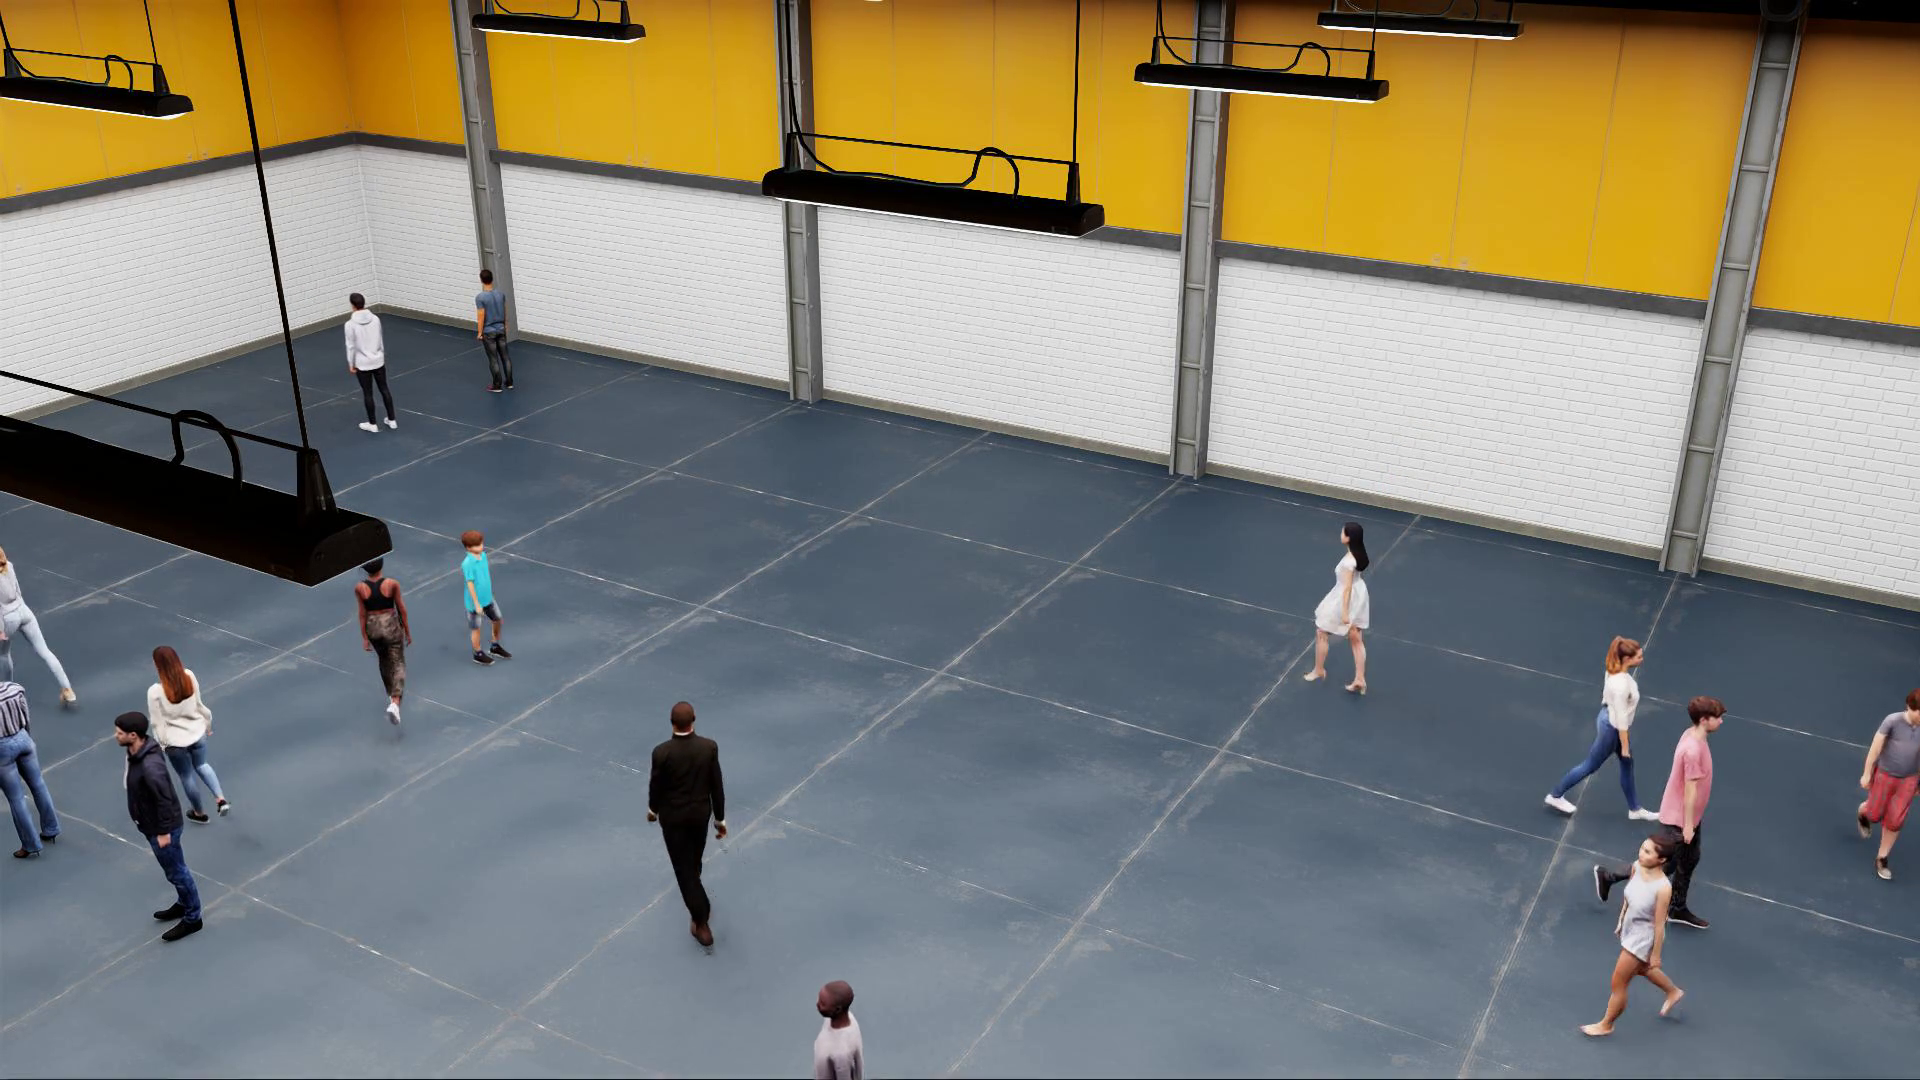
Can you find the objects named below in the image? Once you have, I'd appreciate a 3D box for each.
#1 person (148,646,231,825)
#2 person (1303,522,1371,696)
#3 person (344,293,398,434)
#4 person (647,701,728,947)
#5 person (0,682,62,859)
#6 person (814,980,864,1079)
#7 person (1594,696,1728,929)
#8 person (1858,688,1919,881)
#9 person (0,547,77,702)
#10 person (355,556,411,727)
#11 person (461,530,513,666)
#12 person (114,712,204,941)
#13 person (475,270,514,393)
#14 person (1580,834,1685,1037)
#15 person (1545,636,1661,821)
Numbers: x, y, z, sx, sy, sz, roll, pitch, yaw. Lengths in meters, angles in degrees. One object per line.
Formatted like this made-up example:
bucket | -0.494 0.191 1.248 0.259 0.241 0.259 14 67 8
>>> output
person | -6.341 1.649 13.724 0.752 1.679 0.633 15 28 31
person | 3.787 0.676 15.860 0.869 1.751 0.657 17 29 34
person | -8.085 -2.446 22.792 0.749 1.919 0.693 -22 32 -40
person | -2.019 2.132 12.400 1.126 1.854 1.351 -12 26 -26
person | -7.619 1.736 13.381 0.586 1.795 0.658 9 25 19
person | -0.608 3.314 9.833 1.202 1.745 1.026 -2 24 -4
person | 5.315 2.046 12.497 1.090 1.935 0.660 11 26 24
person | 7.443 1.862 13.297 0.941 1.632 0.844 4 24 10
person | -8.781 0.803 15.592 1.297 1.733 0.921 6 24 14
person | -5.335 0.918 15.403 1.071 1.675 1.082 -4 24 -10
person | -4.830 0.562 16.510 0.566 1.440 0.536 11 26 23
person | -5.967 2.099 12.428 0.817 1.892 0.684 -14 27 -29
person | -6.823 -3.069 24.361 0.594 1.805 0.690 18 30 36
person | 4.758 2.711 11.423 1.078 1.577 0.935 -2 24 -5
person | 5.333 1.598 13.847 1.193 1.675 0.762 8 25 18
